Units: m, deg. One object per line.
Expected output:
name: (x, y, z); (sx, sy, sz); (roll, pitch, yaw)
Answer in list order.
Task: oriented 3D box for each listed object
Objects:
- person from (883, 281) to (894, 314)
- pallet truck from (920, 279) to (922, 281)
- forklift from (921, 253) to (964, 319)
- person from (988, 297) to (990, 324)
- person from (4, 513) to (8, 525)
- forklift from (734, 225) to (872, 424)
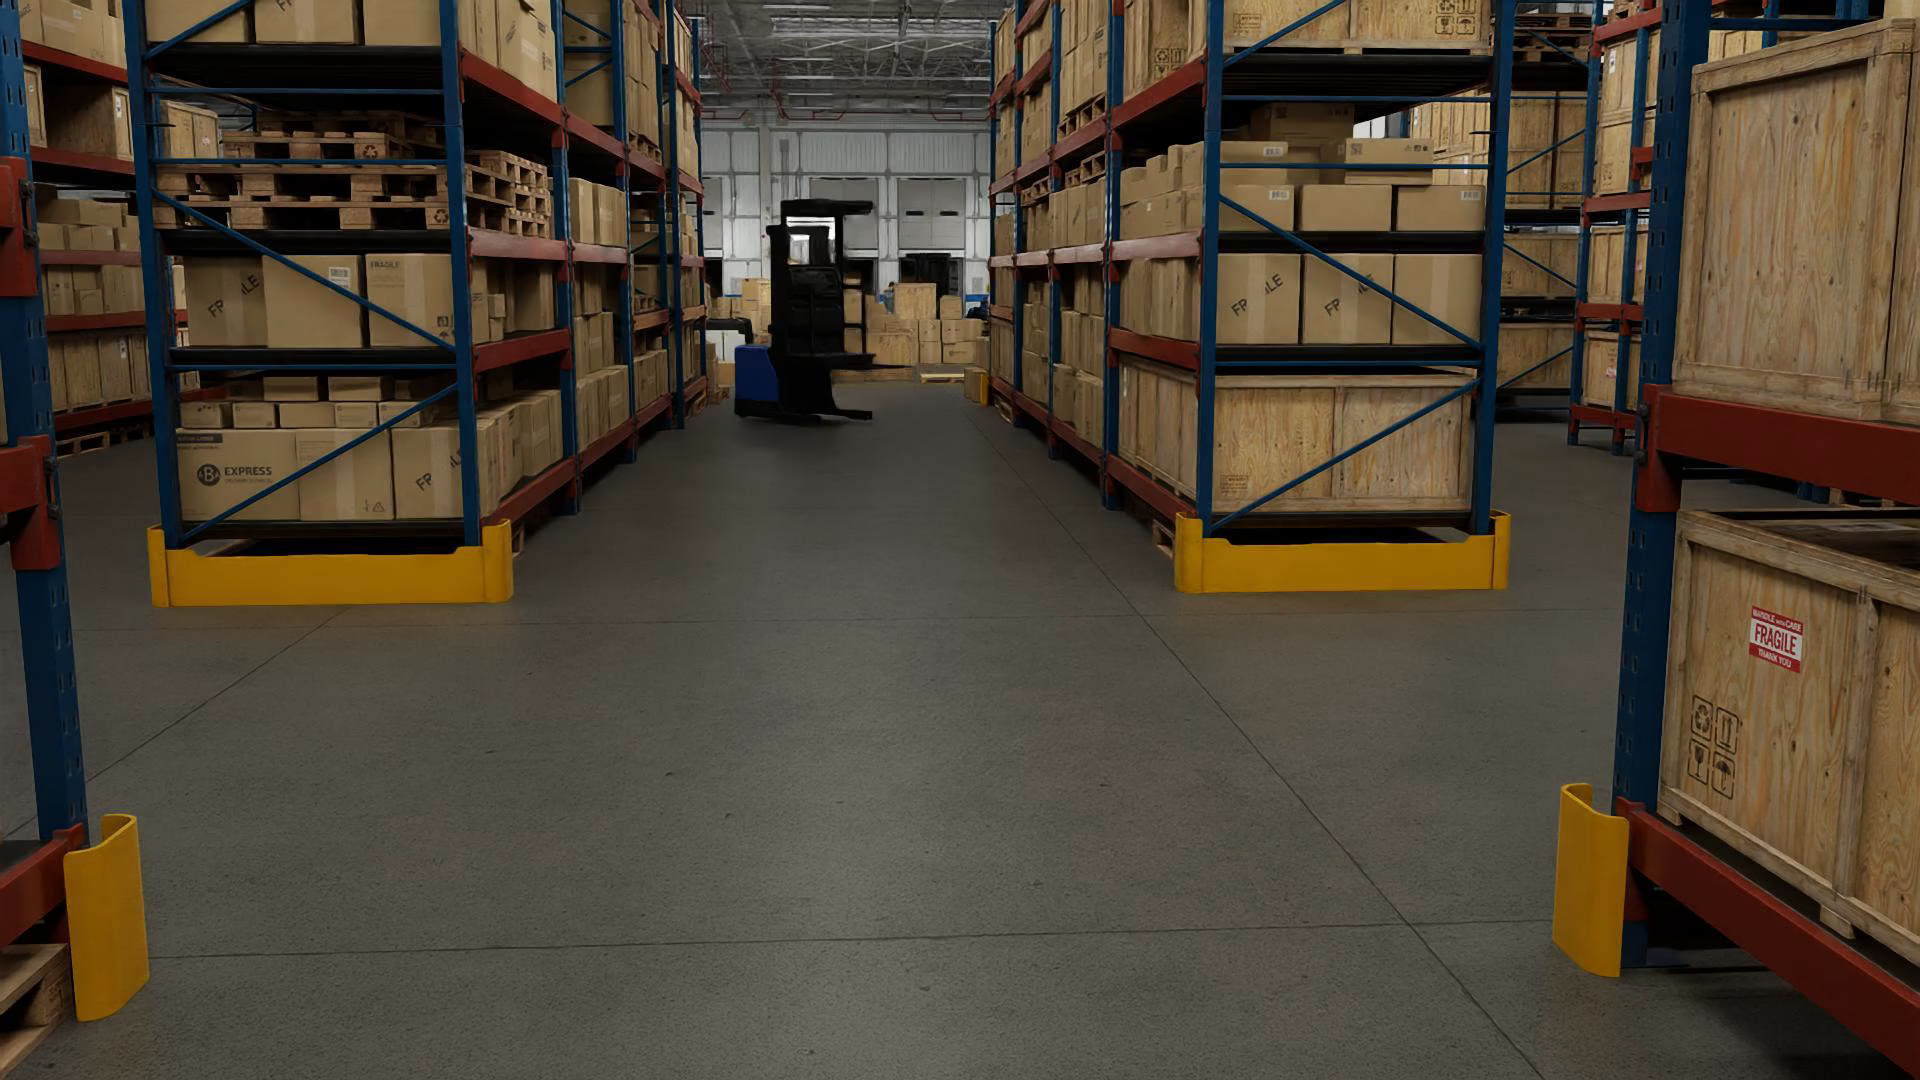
person: (-2.095, -7.090, 51.840); (0.634, 1.929, 0.378); (3, 10, 18)
pallet truck: (-0.932, -8.922, 63.114); (1.885, 1.965, 0.823); (2, 9, 13)
forklift: (-0.754, -7.703, 52.695); (1.129, 2.768, 1.873); (-5, 10, -30)
person: (1.066, -6.101, 45.663); (0.558, 1.915, 0.557); (-3, 10, -18)
person: (-7.910, -0.914, 13.442); (0.625, 1.818, 0.743); (3, 9, 17)
forklift: (-2.329, -3.132, 23.998); (1.873, 2.768, 1.129); (9, 12, 43)
